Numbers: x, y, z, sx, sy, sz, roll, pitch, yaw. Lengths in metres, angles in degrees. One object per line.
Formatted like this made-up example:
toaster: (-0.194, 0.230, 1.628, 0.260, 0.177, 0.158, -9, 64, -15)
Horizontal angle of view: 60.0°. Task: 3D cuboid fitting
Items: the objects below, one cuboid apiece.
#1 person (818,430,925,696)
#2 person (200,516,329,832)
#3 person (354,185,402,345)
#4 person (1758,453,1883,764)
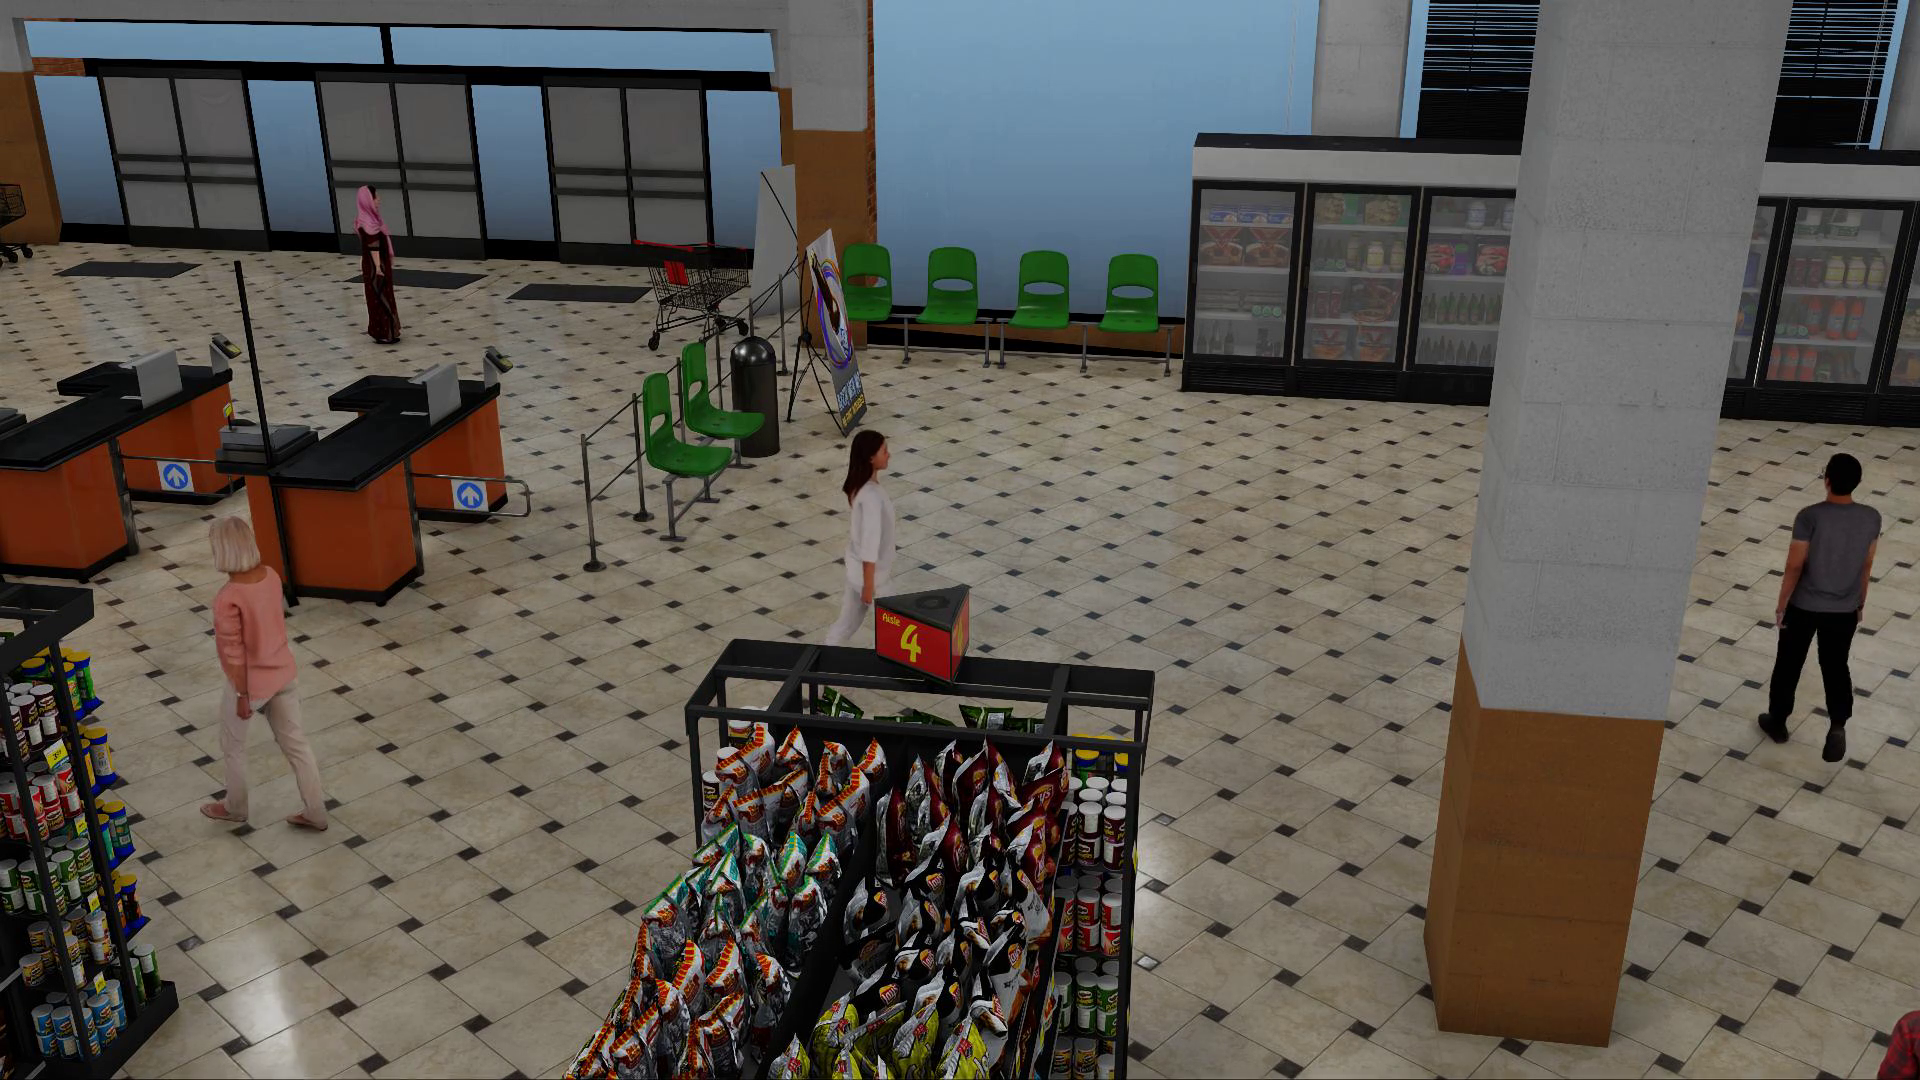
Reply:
person: (-0.604, 0.190, 9.656, 0.993, 1.649, 1.098, -6, 23, -15)
person: (-3.415, 0.709, 8.294, 0.746, 1.702, 0.873, 7, 23, 17)
person: (-6.065, -2.867, 17.278, 0.811, 1.639, 0.694, -6, 23, -15)
person: (4.718, 0.386, 9.042, 0.648, 1.742, 0.922, 2, 22, 6)
